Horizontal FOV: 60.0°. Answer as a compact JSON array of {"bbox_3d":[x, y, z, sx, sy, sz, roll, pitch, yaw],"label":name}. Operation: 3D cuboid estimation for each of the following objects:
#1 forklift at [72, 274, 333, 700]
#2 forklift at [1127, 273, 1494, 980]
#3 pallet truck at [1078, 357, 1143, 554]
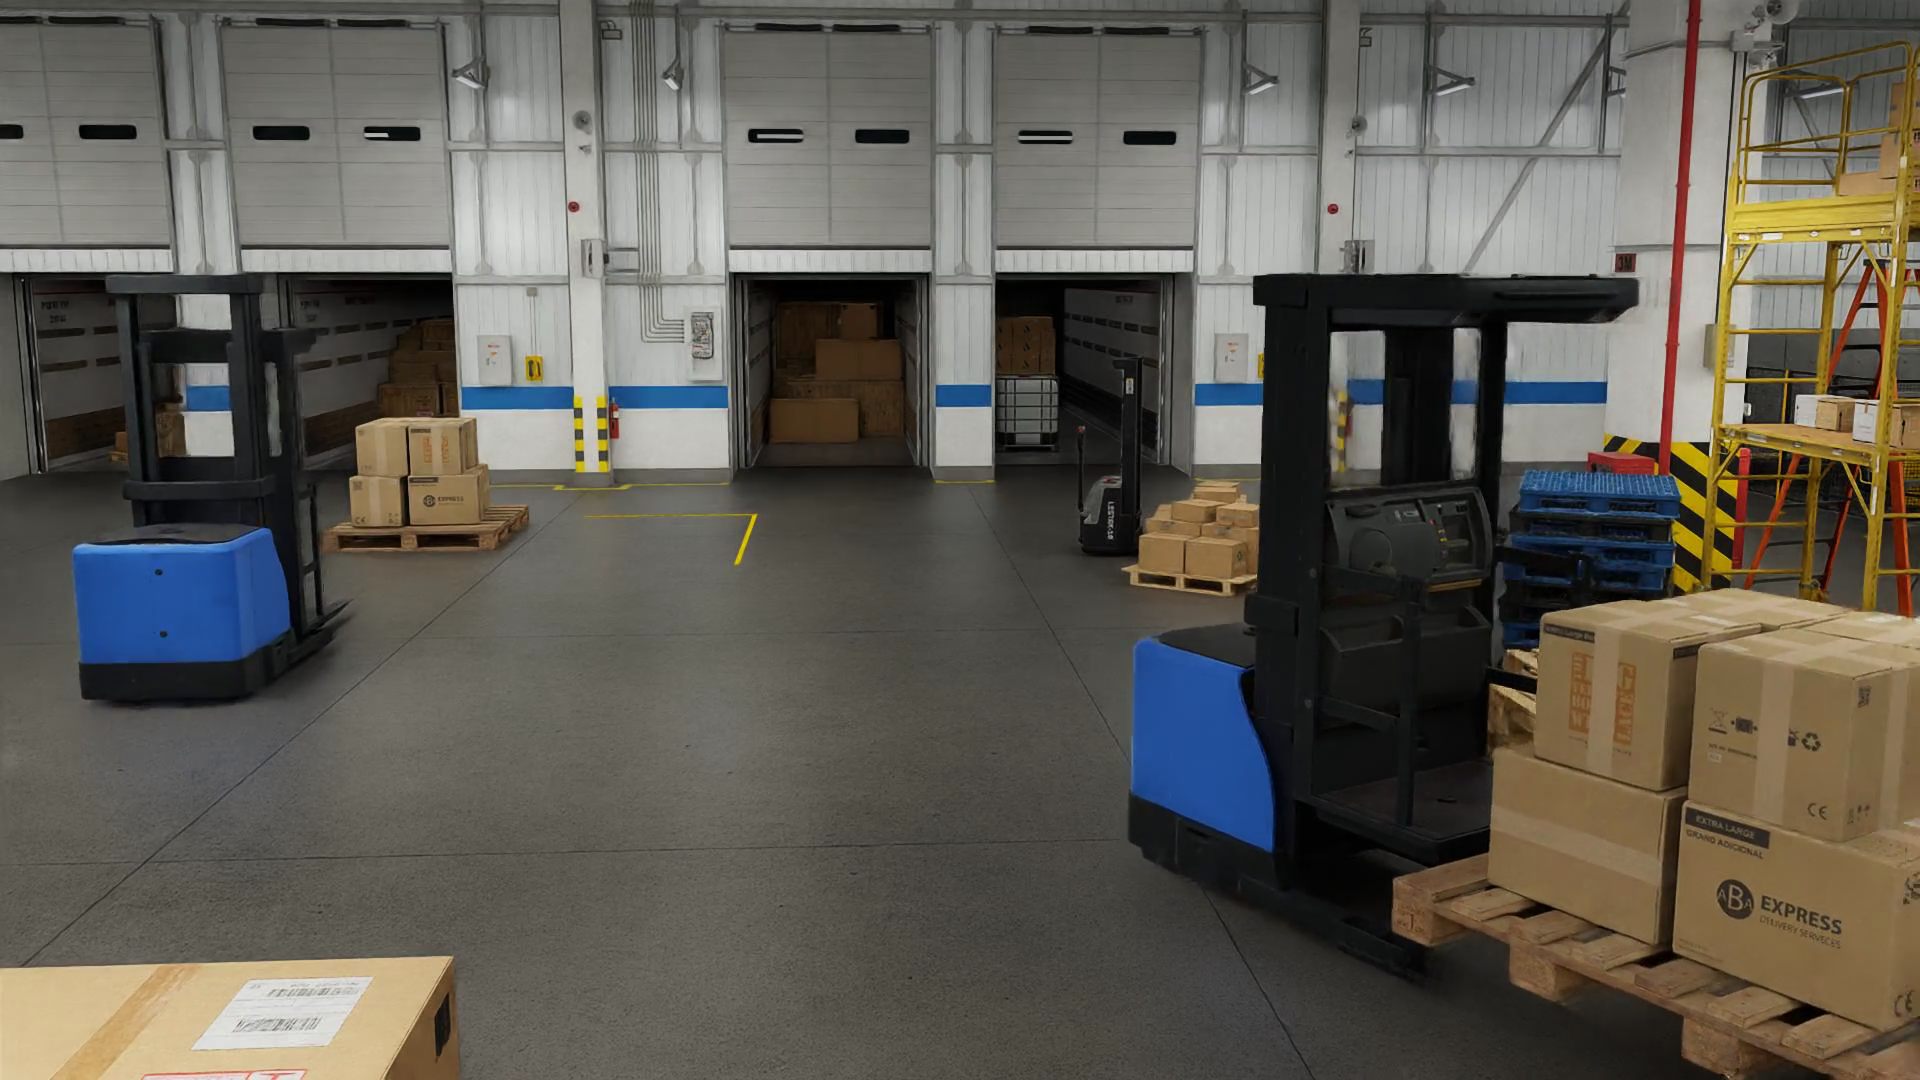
[{"bbox_3d":[-5.266,-0.440,11.507,1.129,2.768,1.873,-1,9,-4],"label":"forklift"},{"bbox_3d":[1.718,0.211,7.421,1.129,2.768,1.873,-6,11,-32],"label":"forklift"},{"bbox_3d":[2.088,-0.836,16.757,1.885,1.965,0.823,2,9,13],"label":"pallet truck"}]
